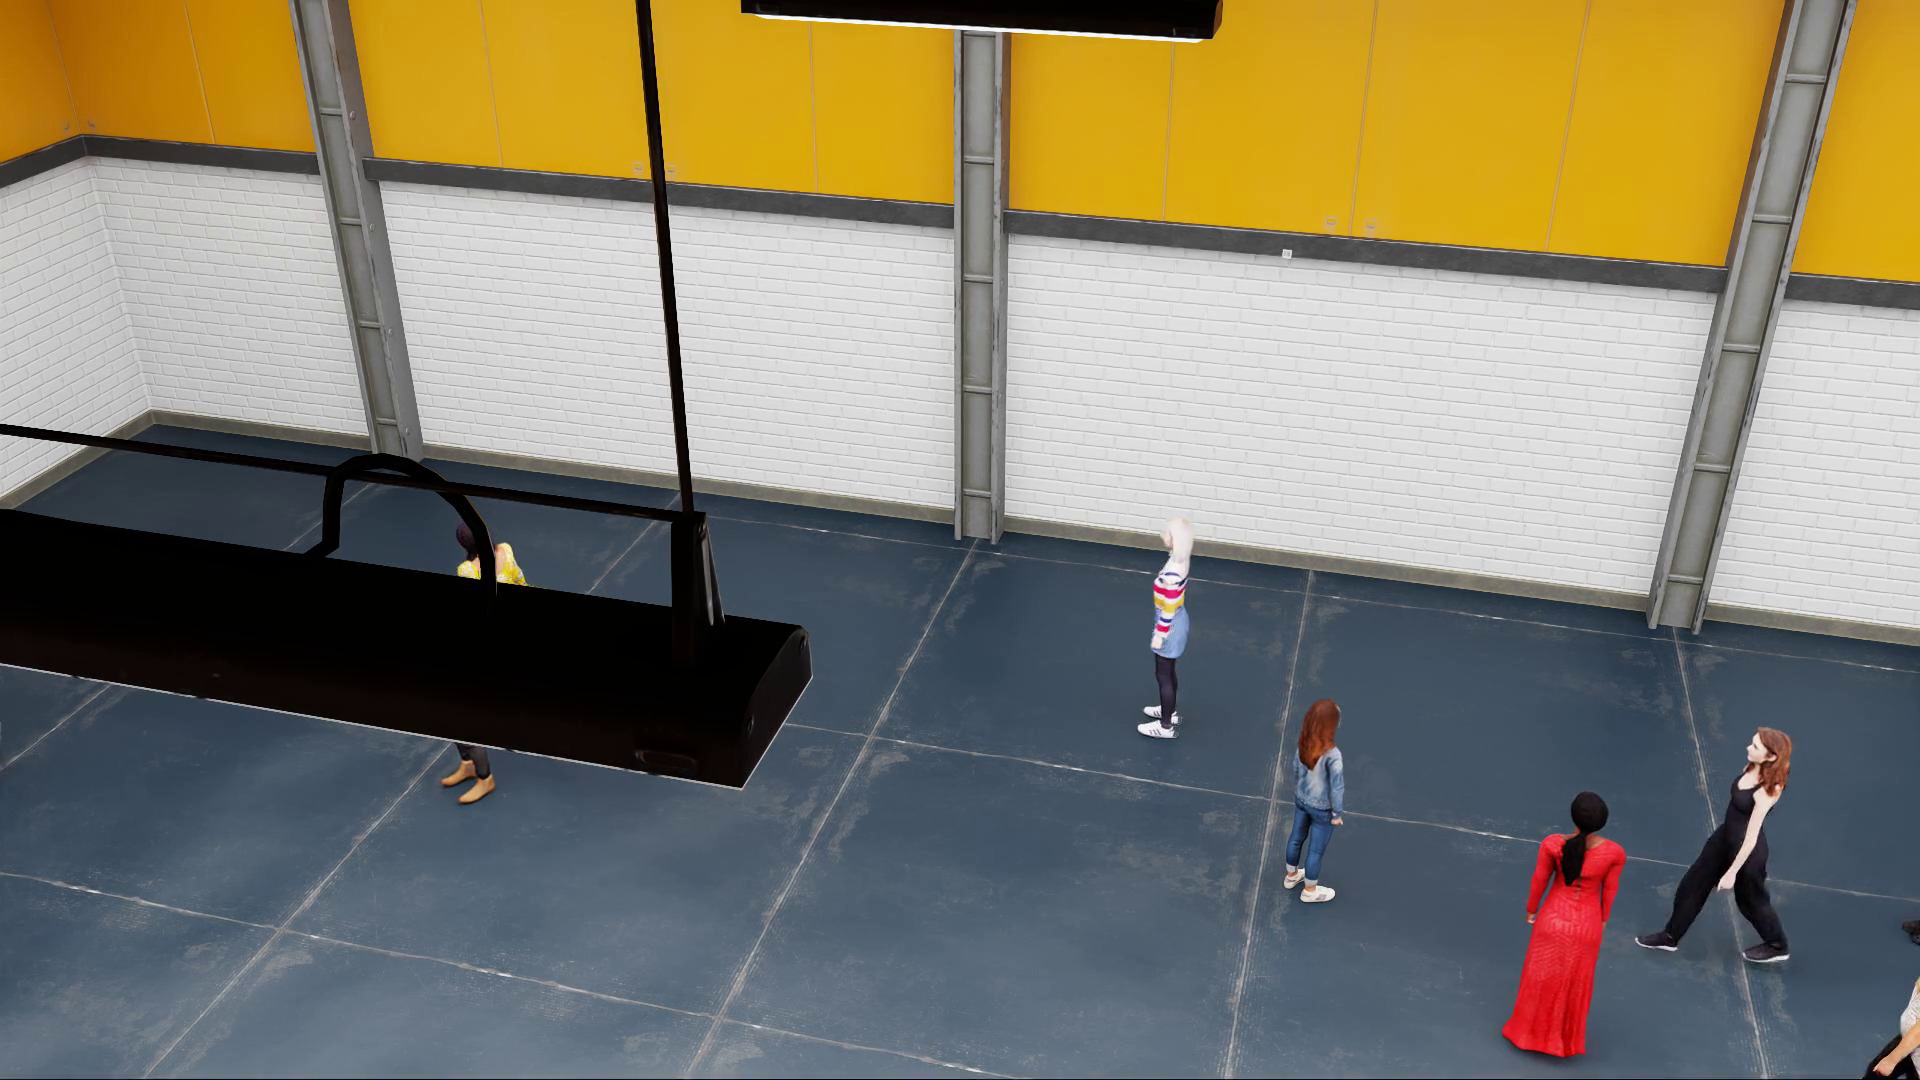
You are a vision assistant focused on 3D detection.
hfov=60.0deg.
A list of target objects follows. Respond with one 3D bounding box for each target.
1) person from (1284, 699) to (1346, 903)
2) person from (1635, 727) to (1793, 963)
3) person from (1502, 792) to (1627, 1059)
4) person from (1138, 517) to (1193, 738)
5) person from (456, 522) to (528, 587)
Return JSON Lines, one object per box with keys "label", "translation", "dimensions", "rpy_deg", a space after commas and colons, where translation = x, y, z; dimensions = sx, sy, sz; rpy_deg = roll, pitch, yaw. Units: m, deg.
{"label": "person", "translation": [2.268, 1.657, 10.629], "dimensions": [0.690, 1.476, 0.634], "rpy_deg": [-15, 32, -25]}
{"label": "person", "translation": [4.791, 1.887, 9.973], "dimensions": [1.174, 1.701, 0.732], "rpy_deg": [3, 29, 5]}
{"label": "person", "translation": [3.418, 2.177, 9.362], "dimensions": [0.522, 1.786, 0.663], "rpy_deg": [7, 29, 12]}
{"label": "person", "translation": [1.549, 0.631, 12.161], "dimensions": [0.516, 1.810, 0.648], "rpy_deg": [9, 30, 15]}
{"label": "person", "translation": [-3.416, 0.612, 12.398], "dimensions": [1.028, 1.617, 1.162], "rpy_deg": [-22, 36, -35]}
